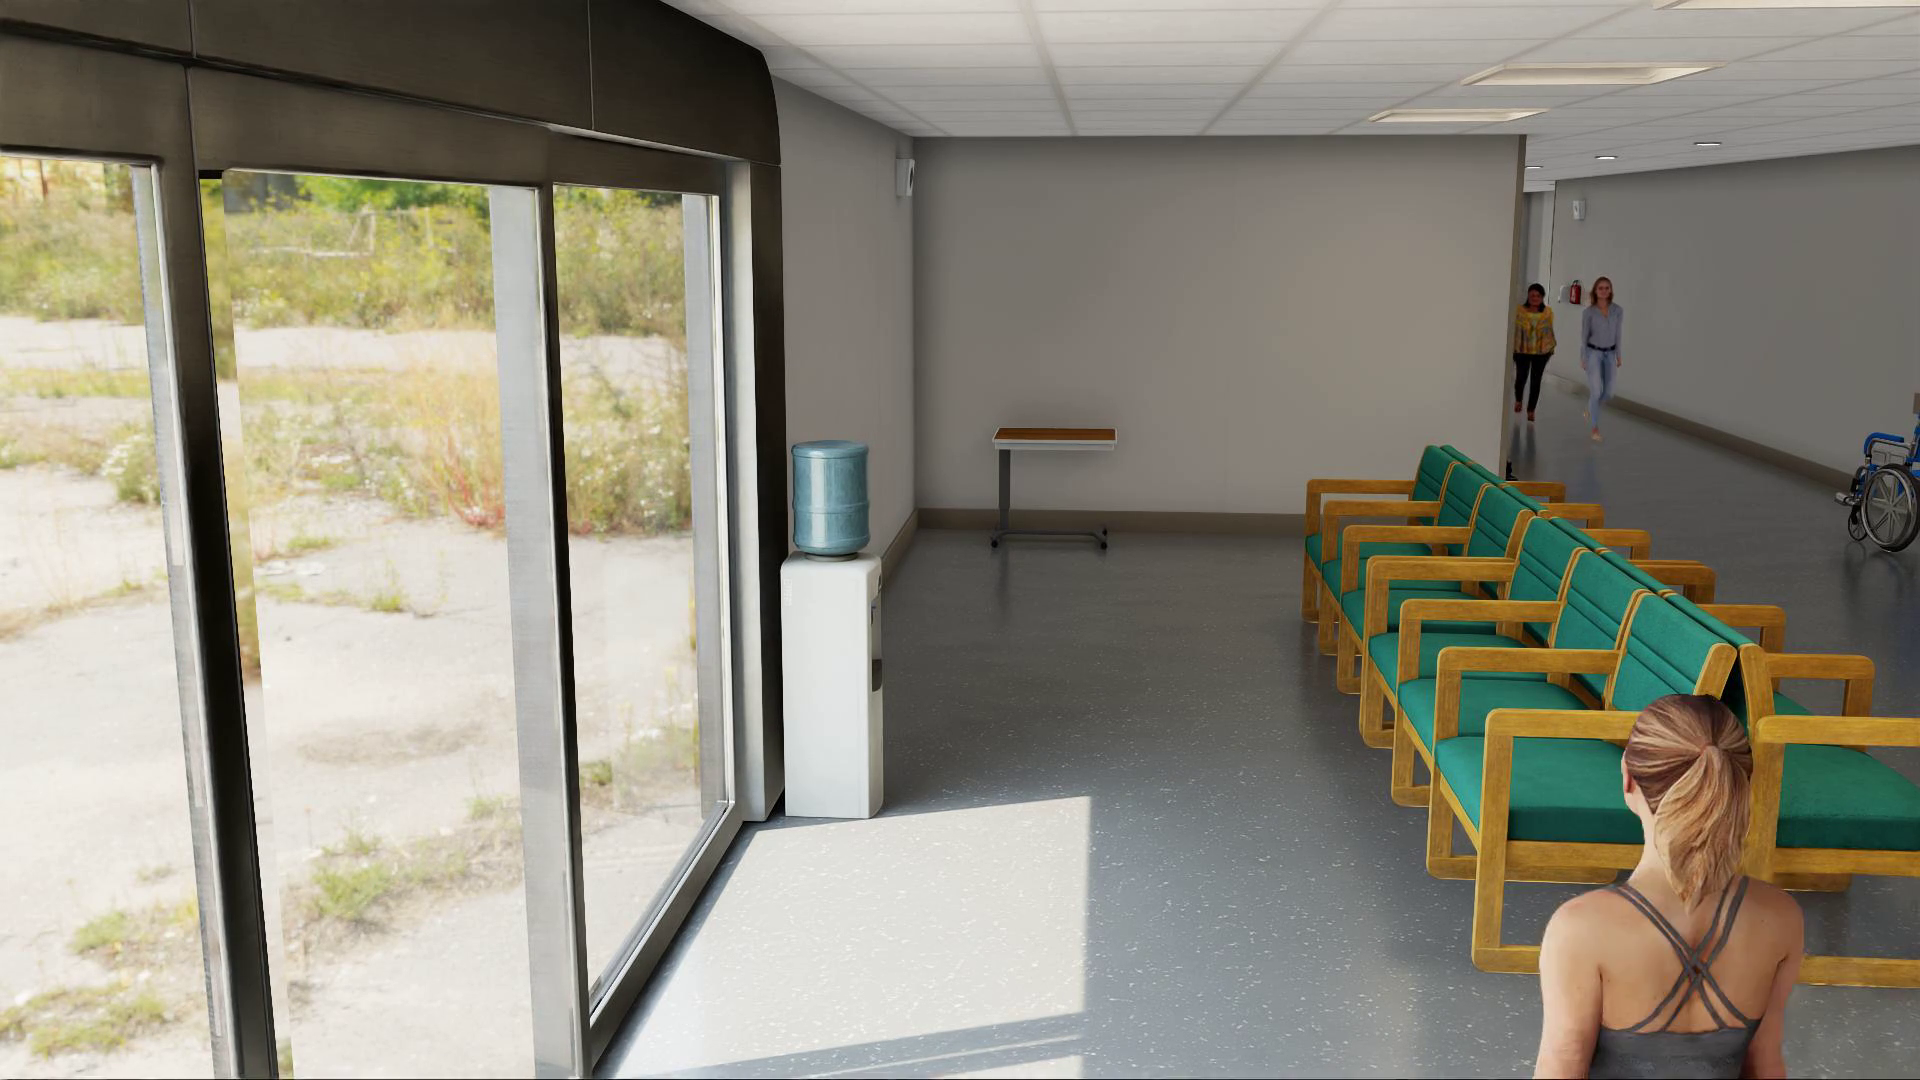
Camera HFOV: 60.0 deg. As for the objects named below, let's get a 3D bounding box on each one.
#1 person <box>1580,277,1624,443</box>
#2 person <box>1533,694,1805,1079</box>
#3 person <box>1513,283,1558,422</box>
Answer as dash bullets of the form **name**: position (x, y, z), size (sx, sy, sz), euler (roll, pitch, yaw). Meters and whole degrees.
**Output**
- **person**: position (6.943, -1.960, 18.112), size (0.729, 1.780, 0.689), euler (0, 11, 1)
- **person**: position (1.026, 1.066, 2.407), size (0.581, 1.691, 0.634), euler (0, 11, 2)
- **person**: position (6.902, -2.261, 20.072), size (0.737, 1.641, 0.784), euler (2, 11, 11)
